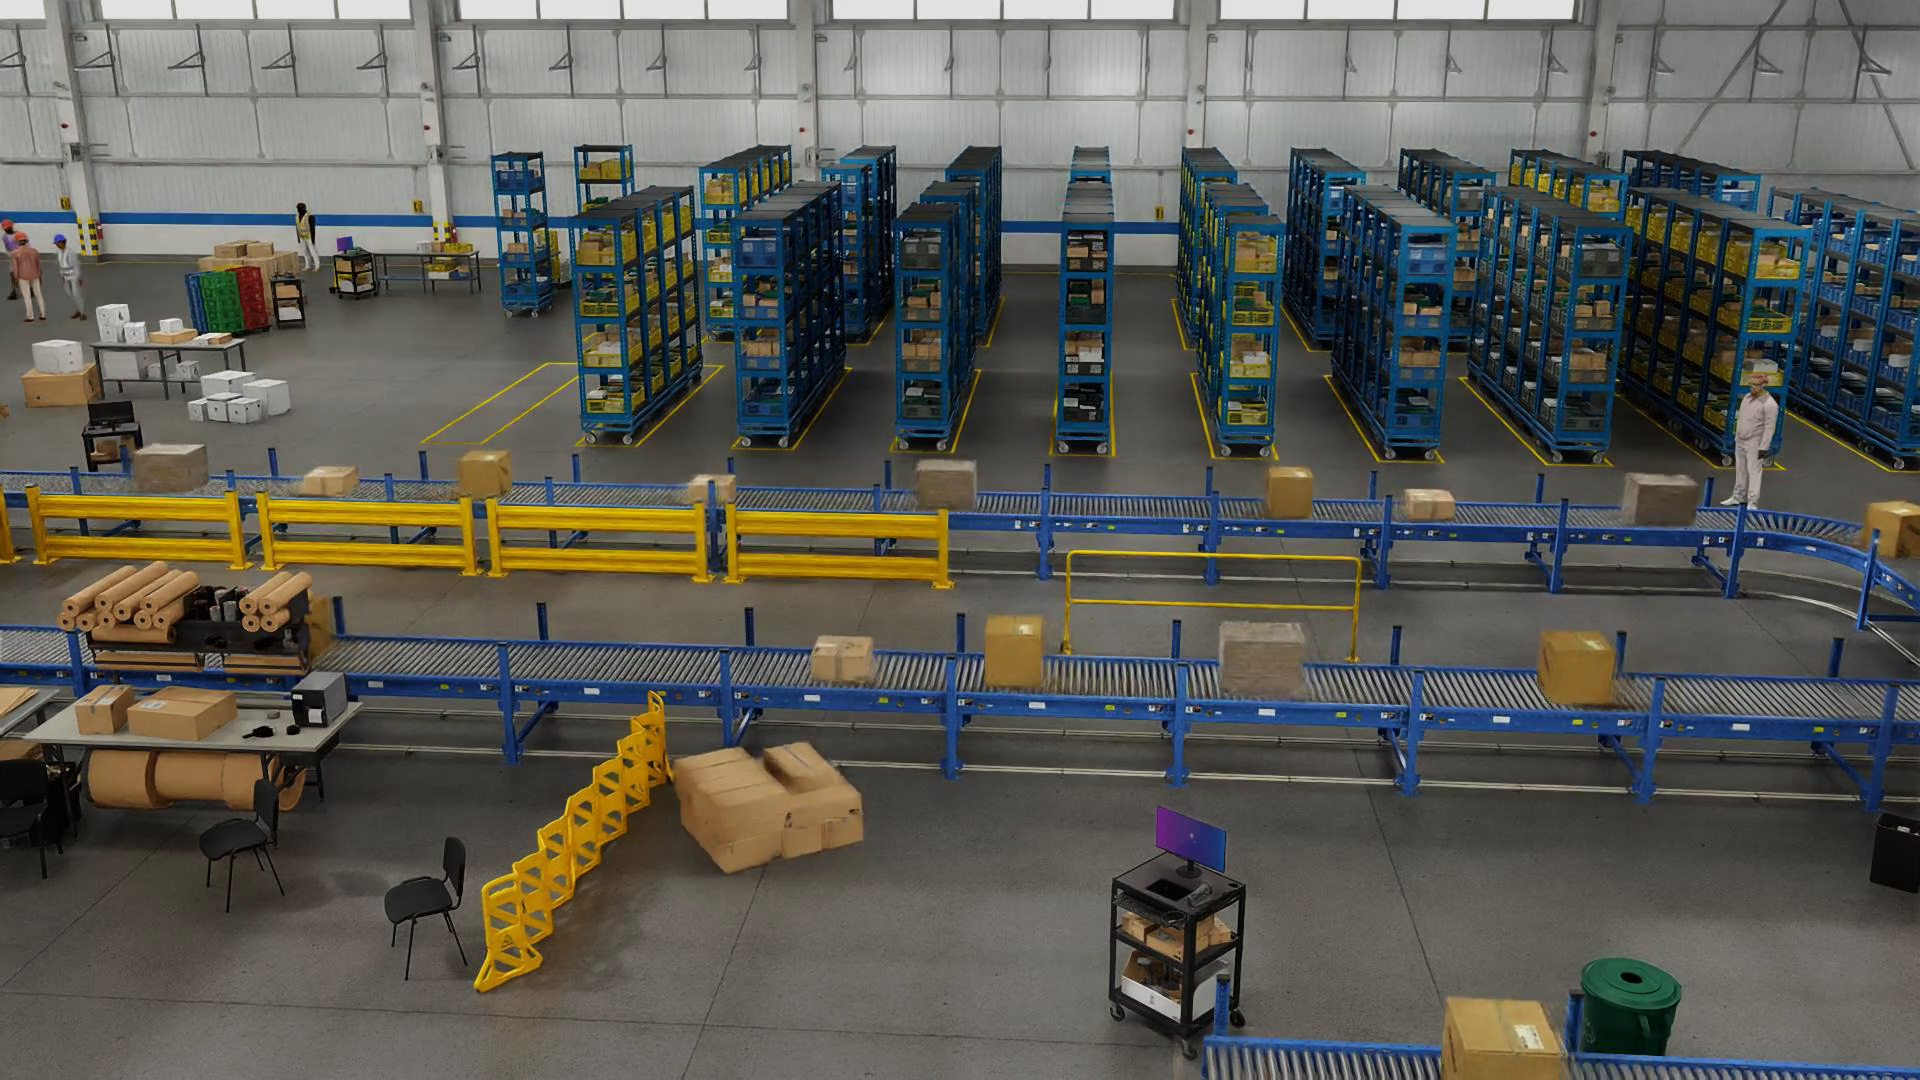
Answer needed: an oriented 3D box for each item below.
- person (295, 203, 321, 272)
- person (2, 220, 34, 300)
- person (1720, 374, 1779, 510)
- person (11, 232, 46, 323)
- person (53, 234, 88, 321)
[{"bbox_3d":[-17.266,-7.984,43.915,0.643,1.832,0.431,9,19,25],"label":"person"},{"bbox_3d":[-22.517,-6.677,39.640,0.577,1.885,0.923,1,18,3],"label":"person"},{"bbox_3d":[10.765,-1.331,22.667,0.409,1.906,0.651,-4,18,-12],"label":"person"},{"bbox_3d":[-20.526,-5.780,36.634,0.375,1.995,0.611,12,21,33],"label":"person"},{"bbox_3d":[-19.679,-5.829,36.925,0.794,1.926,0.452,10,20,29],"label":"person"}]
